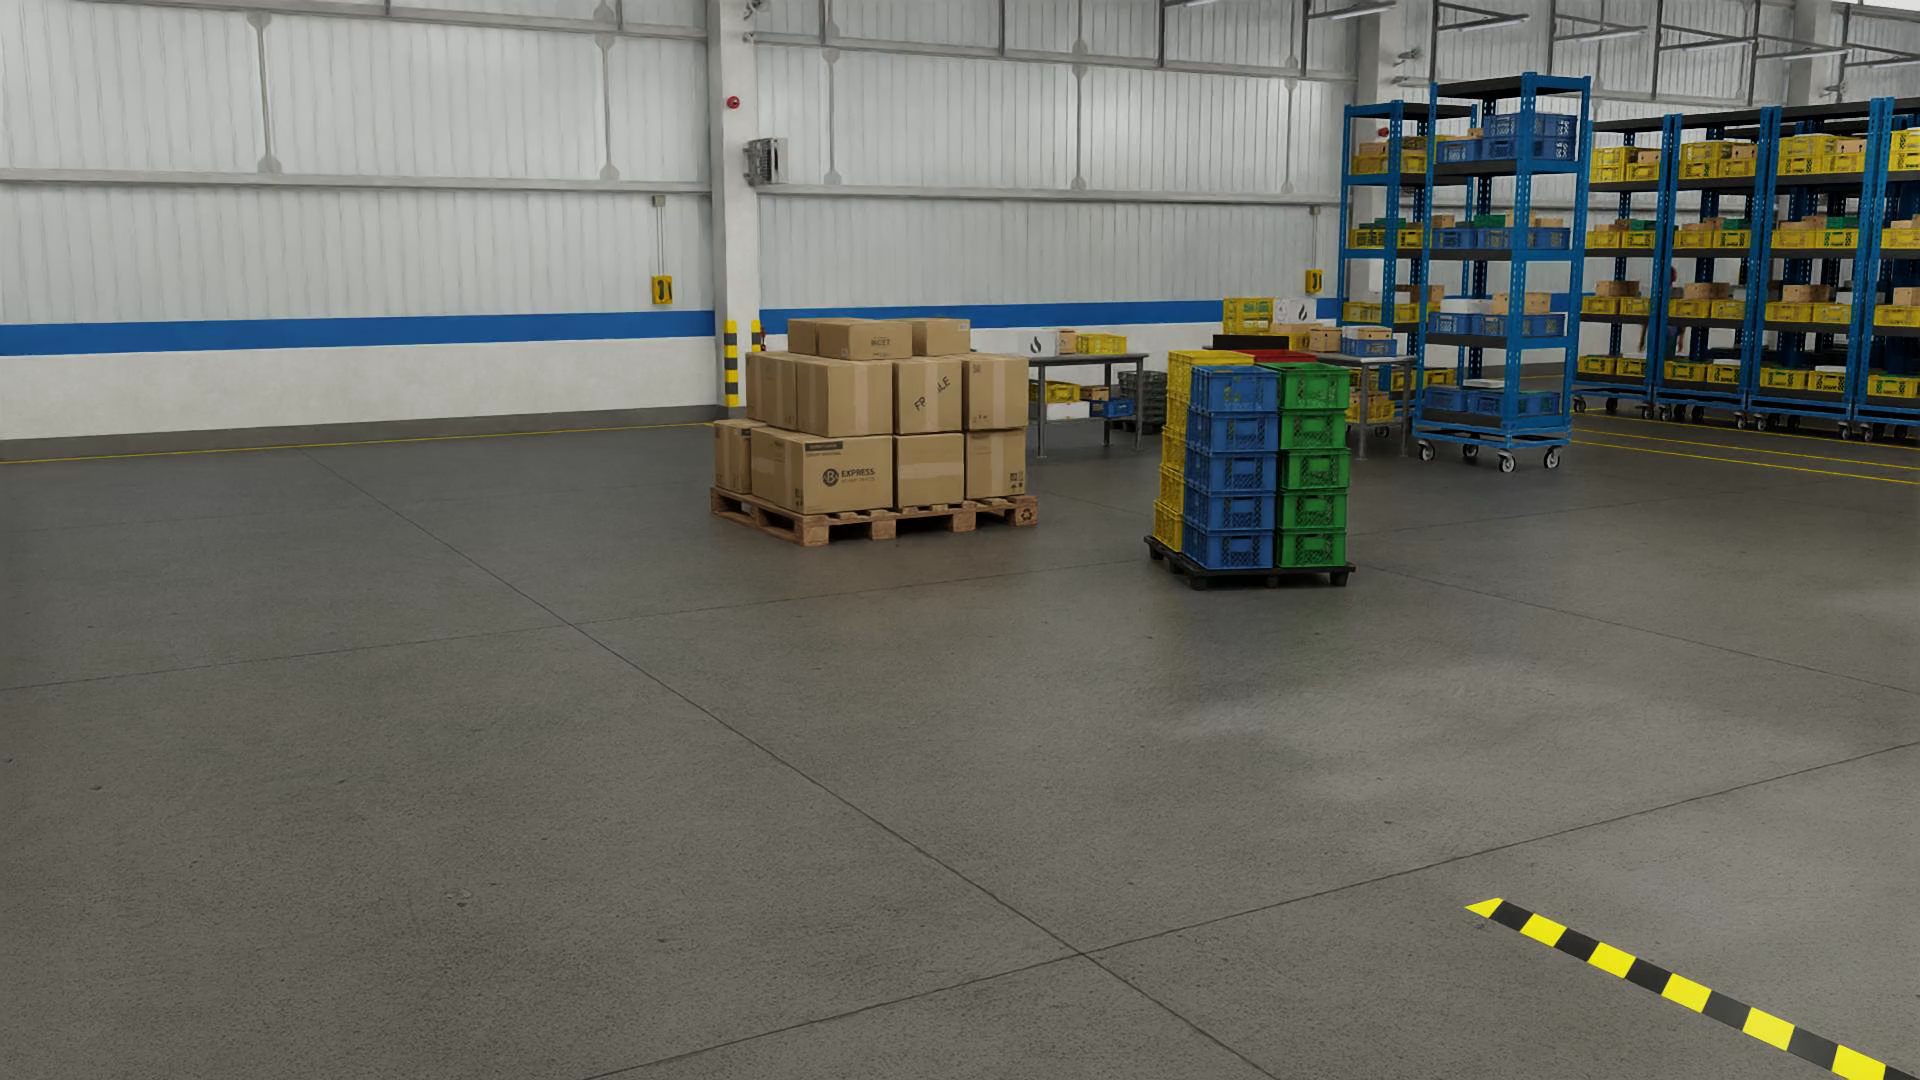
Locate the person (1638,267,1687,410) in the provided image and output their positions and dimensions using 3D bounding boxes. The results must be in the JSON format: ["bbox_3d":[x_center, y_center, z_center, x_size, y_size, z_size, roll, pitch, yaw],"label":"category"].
[{"bbox_3d":[8.948,-2.558,21.158,0.436,1.832,0.596,-8,13,-37],"label":"person"}]
